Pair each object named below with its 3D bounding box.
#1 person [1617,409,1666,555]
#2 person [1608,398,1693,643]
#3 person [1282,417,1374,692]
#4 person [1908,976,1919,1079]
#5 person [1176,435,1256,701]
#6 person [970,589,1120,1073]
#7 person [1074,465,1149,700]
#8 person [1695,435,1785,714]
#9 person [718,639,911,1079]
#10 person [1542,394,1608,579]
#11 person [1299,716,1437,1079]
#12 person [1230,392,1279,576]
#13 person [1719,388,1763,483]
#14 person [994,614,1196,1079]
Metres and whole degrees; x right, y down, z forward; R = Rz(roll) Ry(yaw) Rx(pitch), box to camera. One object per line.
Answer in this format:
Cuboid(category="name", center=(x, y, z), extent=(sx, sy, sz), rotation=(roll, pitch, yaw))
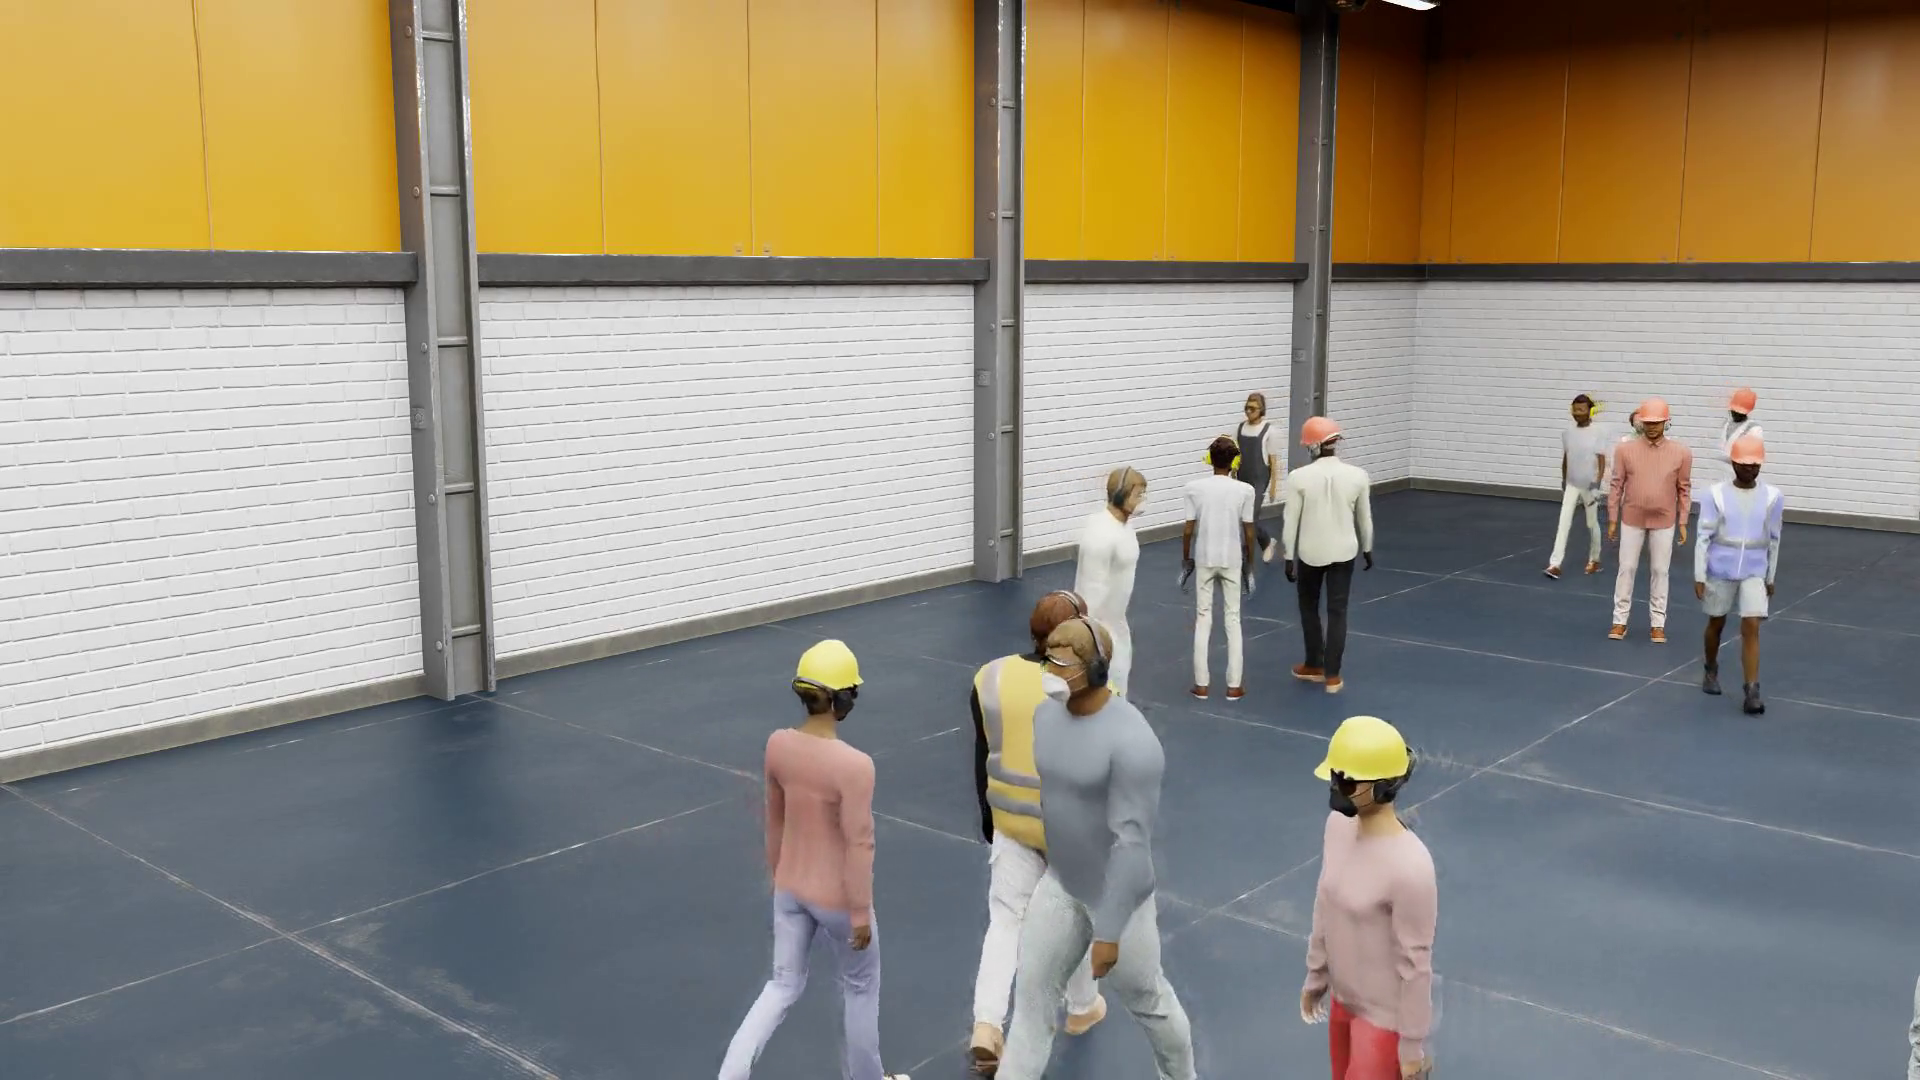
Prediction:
Cuboid(category="person", center=(7.019, -0.554, 17.132), extent=(0.519, 1.623, 0.503), rotation=(6, 11, 34))
Cuboid(category="person", center=(5.584, -0.158, 13.496), extent=(0.623, 1.992, 0.397), rotation=(4, 10, 23))
Cuboid(category="person", center=(2.659, 0.094, 11.995), extent=(0.715, 1.963, 0.581), rotation=(0, 9, 1))
Cuboid(category="person", center=(3.656, 1.178, 5.895), extent=(0.319, 1.742, 0.492), rotation=(-1, 9, -7))
Cuboid(category="person", center=(1.802, 0.200, 11.687), extent=(0.571, 1.862, 0.354), rotation=(2, 9, 13))
Cuboid(category="person", center=(0.304, 1.088, 6.259), extent=(0.619, 1.818, 0.875), rotation=(4, 10, 22))
Cuboid(category="person", center=(0.797, 0.513, 9.538), extent=(0.554, 1.913, 0.670), rotation=(4, 10, 22))
Cuboid(category="person", center=(5.373, 0.217, 11.497), extent=(0.560, 1.882, 0.969), rotation=(3, 9, 16))
Cuboid(category="person", center=(-0.526, 1.208, 5.728), extent=(0.535, 1.737, 0.816), rotation=(8, 12, 41))
Cuboid(category="person", center=(6.101, -0.522, 16.352), extent=(0.511, 1.817, 1.011), rotation=(9, 12, 43))
Cuboid(category="person", center=(1.278, 1.347, 4.857), extent=(0.700, 1.743, 0.527), rotation=(-2, 9, -14))
Cuboid(category="person", center=(2.963, -0.578, 16.661), extent=(0.793, 1.825, 0.521), rotation=(-9, 13, -44))
Cuboid(category="person", center=(7.654, -0.579, 16.535), extent=(0.383, 1.894, 0.723), rotation=(-1, 9, -5))
Cuboid(category="person", center=(0.412, 1.174, 5.505), extent=(1.067, 1.879, 0.649), rotation=(-6, 11, -33))
